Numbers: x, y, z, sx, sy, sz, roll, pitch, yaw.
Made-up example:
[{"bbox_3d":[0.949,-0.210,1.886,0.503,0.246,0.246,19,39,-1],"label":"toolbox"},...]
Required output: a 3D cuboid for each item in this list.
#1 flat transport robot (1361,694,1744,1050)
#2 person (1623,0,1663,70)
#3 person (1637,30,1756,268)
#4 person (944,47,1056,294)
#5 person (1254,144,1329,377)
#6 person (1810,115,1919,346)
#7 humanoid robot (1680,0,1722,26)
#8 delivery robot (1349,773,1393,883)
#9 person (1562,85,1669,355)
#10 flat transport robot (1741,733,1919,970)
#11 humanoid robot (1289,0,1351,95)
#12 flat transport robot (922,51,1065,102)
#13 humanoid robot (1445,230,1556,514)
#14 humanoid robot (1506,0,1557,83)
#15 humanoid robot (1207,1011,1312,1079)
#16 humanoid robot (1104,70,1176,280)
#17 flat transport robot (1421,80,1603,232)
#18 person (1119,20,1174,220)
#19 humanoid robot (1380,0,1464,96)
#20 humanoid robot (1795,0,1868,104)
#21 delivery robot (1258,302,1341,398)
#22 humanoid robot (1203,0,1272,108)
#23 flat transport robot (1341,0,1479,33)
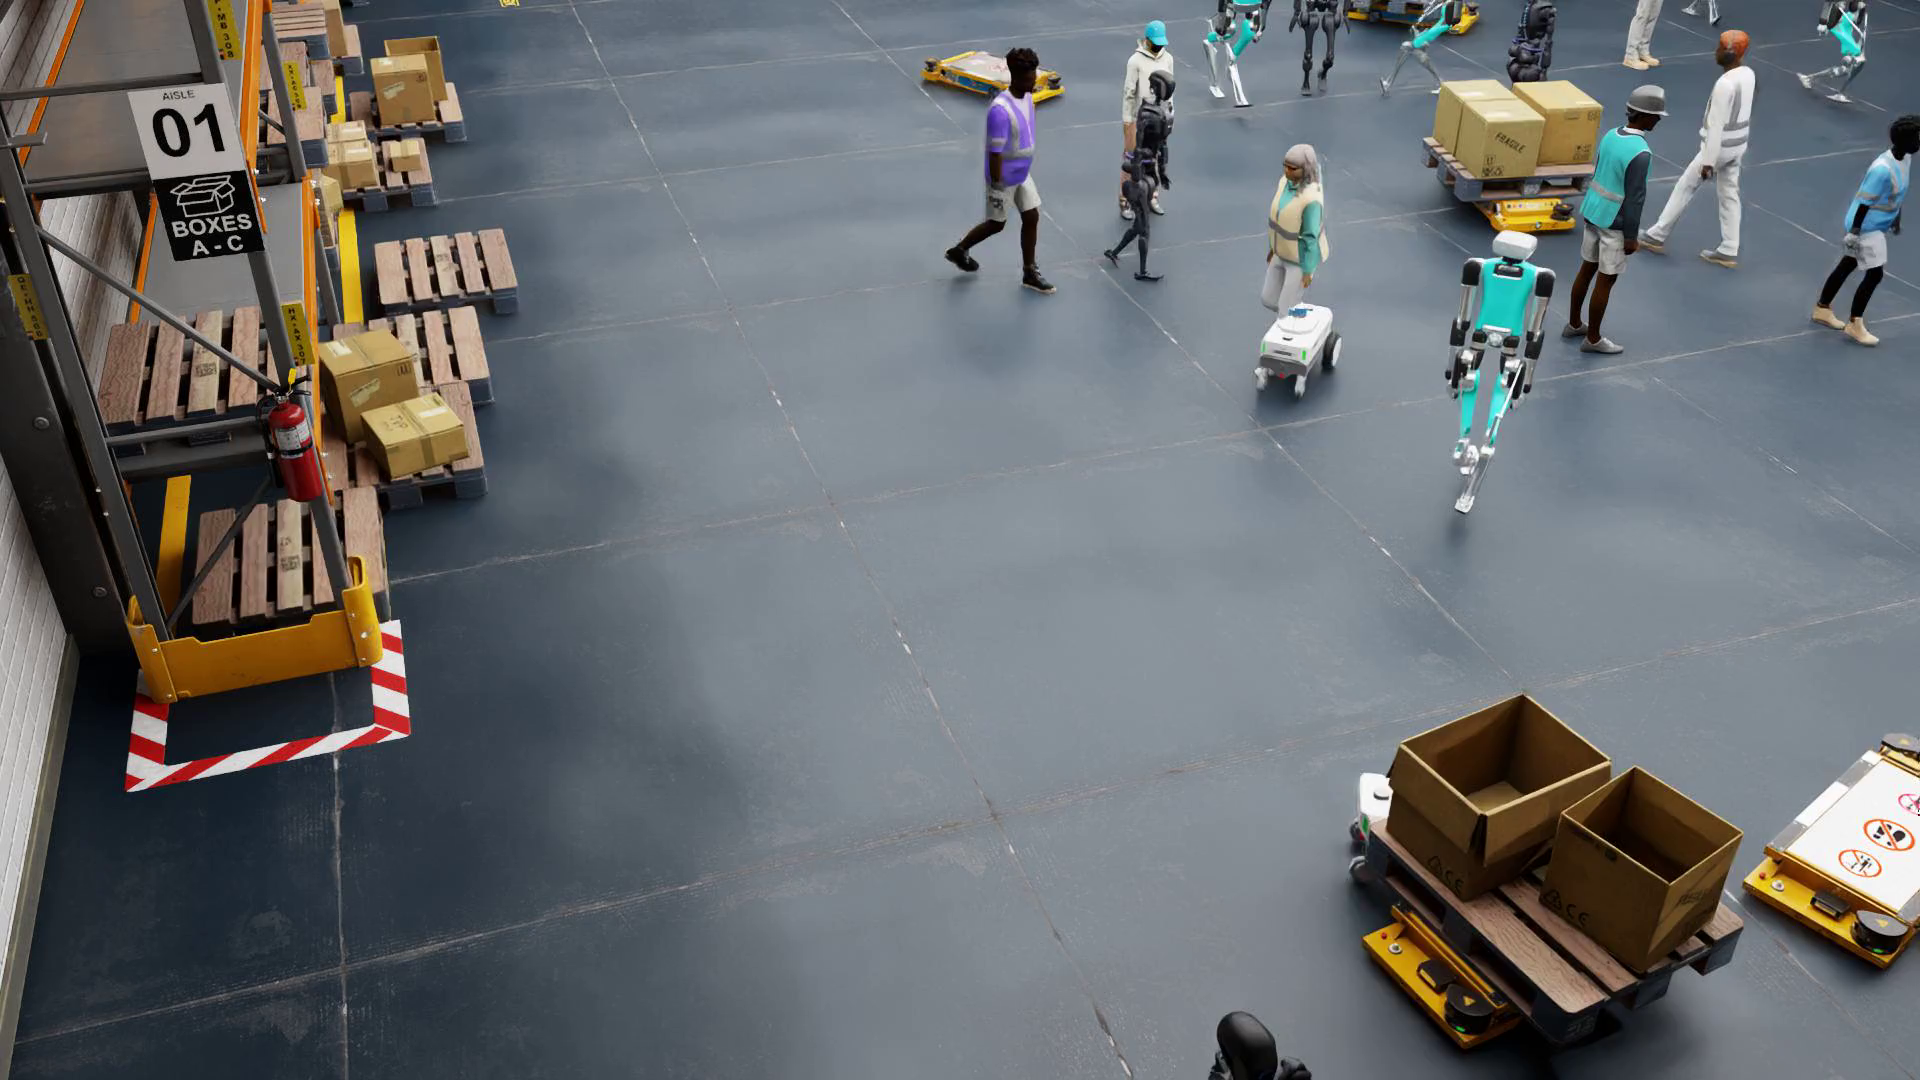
[{"bbox_3d":[2.531,1.685,7.275,1.431,0.231,0.659,-16,36,-23],"label":"flat transport robot"},{"bbox_3d":[7.317,-5.884,17.431,0.462,1.869,0.360,-24,40,-31],"label":"person"},{"bbox_3d":[5.937,-3.114,13.194,0.590,1.837,0.943,-27,42,-35],"label":"person"},{"bbox_3d":[0.309,-2.830,12.694,0.872,1.923,0.631,18,37,26],"label":"person"},{"bbox_3d":[2.358,-1.947,11.530,0.521,1.687,0.506,-11,35,-17],"label":"person"},{"bbox_3d":[6.658,-2.243,12.003,0.650,1.671,0.546,24,40,32],"label":"person"},{"bbox_3d":[8.639,-6.768,18.969,0.546,1.850,0.848,-12,35,-18],"label":"humanoid robot"},{"bbox_3d":[2.186,1.316,7.583,0.784,0.599,0.499,6,34,9],"label":"delivery robot"},{"bbox_3d":[4.632,-2.271,11.820,0.441,1.932,0.554,-5,33,-7],"label":"person"},{"bbox_3d":[4.301,1.404,7.705,1.431,0.231,0.659,-25,41,-33],"label":"flat transport robot"},{"bbox_3d":[3.626,-5.293,16.676,0.608,1.646,0.390,4,33,6],"label":"humanoid robot"},{"bbox_3d":[0.335,-4.785,17.197,1.431,0.231,0.659,28,42,36],"label":"flat transport robot"},{"bbox_3d":[3.127,-0.915,9.925,0.541,1.729,1.010,14,36,20],"label":"humanoid robot"},{"bbox_3d":[5.208,-4.406,15.341,0.394,1.649,0.598,-7,34,-11],"label":"humanoid robot"},{"bbox_3d":[0.895,2.115,5.323,0.592,1.655,0.339,-18,37,-26],"label":"humanoid robot"},{"bbox_3d":[1.408,-2.849,12.985,0.518,1.661,0.596,17,37,24],"label":"humanoid robot"},{"bbox_3d":[4.763,-3.051,14.538,0.659,0.231,1.431,-4,33,-6],"label":"flat transport robot"},{"bbox_3d":[1.582,-3.532,13.991,0.465,1.671,0.387,-11,35,-17],"label":"person"},{"bbox_3d":[4.640,-5.304,16.667,0.912,1.789,0.539,3,33,5],"label":"humanoid robot"},{"bbox_3d":[8.789,-5.125,16.373,0.553,1.735,1.027,-14,36,-20],"label":"humanoid robot"},{"bbox_3d":[2.365,-1.387,11.711,0.499,0.580,0.757,15,36,21],"label":"delivery robot"},{"bbox_3d":[2.701,-5.114,16.356,0.534,1.715,1.017,-8,34,-12],"label":"humanoid robot"},{"bbox_3d":[5.213,-6.128,19.257,1.431,0.231,0.659,17,37,24],"label":"flat transport robot"}]
